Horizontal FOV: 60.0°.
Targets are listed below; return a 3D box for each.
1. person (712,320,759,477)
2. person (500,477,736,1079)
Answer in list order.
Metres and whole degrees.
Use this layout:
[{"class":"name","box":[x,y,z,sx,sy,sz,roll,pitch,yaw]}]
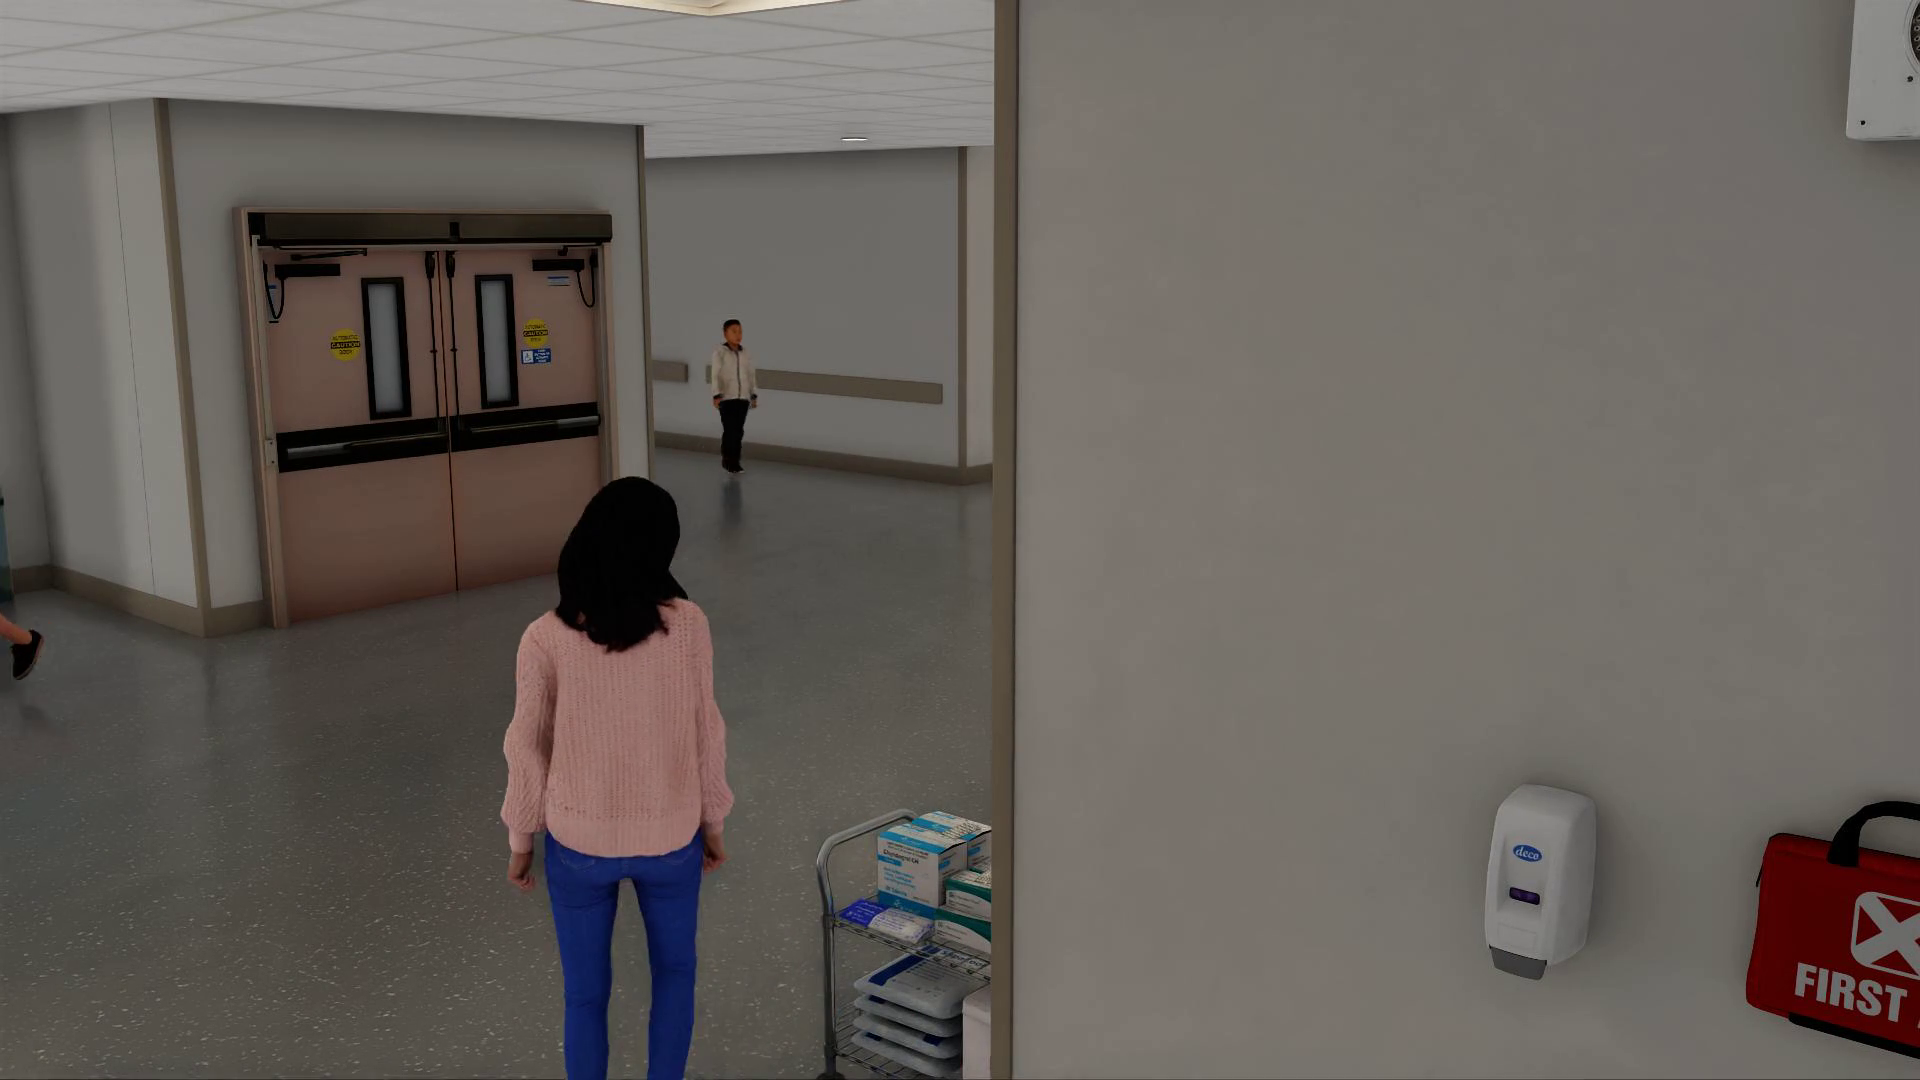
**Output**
[{"class":"person","box":[-2.161,-1.336,15.561,0.499,1.450,0.689,-9,14,-39]},{"class":"person","box":[-0.759,0.740,3.822,0.954,1.750,0.997,-4,11,-18]}]
